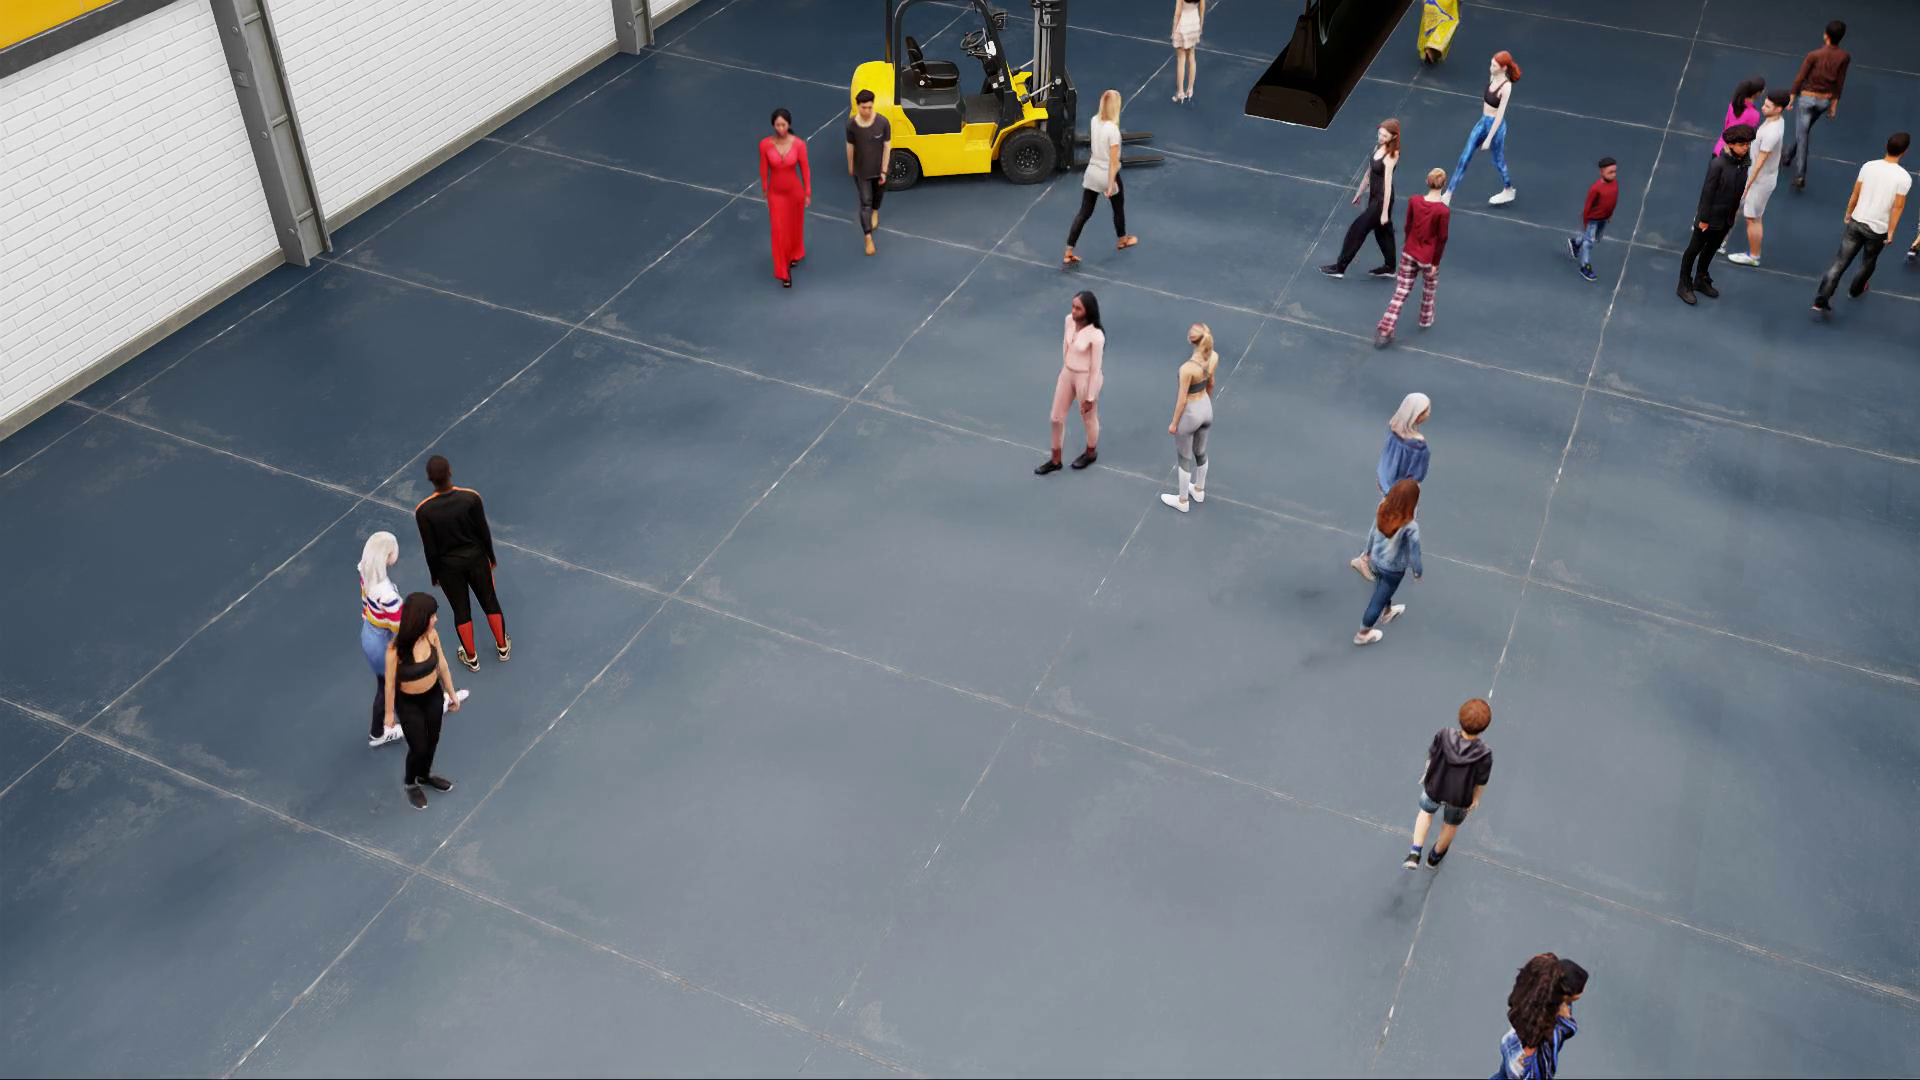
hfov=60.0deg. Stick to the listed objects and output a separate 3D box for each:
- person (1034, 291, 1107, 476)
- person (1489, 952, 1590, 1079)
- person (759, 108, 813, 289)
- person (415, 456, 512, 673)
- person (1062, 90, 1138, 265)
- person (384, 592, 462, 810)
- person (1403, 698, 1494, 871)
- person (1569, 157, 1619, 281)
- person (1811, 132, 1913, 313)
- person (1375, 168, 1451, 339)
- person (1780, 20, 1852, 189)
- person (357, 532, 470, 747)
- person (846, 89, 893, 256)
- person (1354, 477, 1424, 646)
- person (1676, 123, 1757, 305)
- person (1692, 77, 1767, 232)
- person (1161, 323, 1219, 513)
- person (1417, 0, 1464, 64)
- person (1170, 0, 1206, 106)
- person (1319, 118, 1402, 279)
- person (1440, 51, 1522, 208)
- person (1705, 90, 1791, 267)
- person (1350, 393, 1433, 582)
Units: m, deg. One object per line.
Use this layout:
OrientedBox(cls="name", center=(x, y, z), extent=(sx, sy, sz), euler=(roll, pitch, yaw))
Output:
OrientedBox(cls="person", center=(1.061, -1.311, 13.675), extent=(0.960, 1.706, 0.844), euler=(-27, 46, -30))
OrientedBox(cls="person", center=(2.964, 2.714, 8.704), extent=(0.749, 1.620, 0.615), euler=(2, 39, 3))
OrientedBox(cls="person", center=(-1.684, -3.394, 16.267), extent=(1.021, 1.736, 1.233), euler=(-4, 39, -4))
OrientedBox(cls="person", center=(-3.514, 0.160, 11.750), extent=(0.678, 1.809, 0.764), euler=(-17, 42, -20))
OrientedBox(cls="person", center=(1.322, -3.525, 16.388), extent=(1.264, 1.780, 0.901), euler=(-31, 48, -32))
OrientedBox(cls="person", center=(-3.550, 1.055, 10.804), extent=(0.541, 1.591, 0.777), euler=(-28, 46, -30))
OrientedBox(cls="person", center=(3.007, 1.563, 10.290), extent=(0.606, 1.438, 0.737), euler=(23, 44, 26))
OrientedBox(cls="person", center=(6.258, -3.230, 16.447), extent=(0.765, 1.246, 0.787), euler=(-21, 43, -24))
OrientedBox(cls="person", center=(8.495, -2.926, 15.667), extent=(1.262, 1.755, 0.972), euler=(-30, 47, -32))
OrientedBox(cls="person", center=(4.198, -2.602, 15.316), extent=(0.754, 1.675, 1.046), euler=(27, 46, 29))
OrientedBox(cls="person", center=(9.148, -4.619, 17.797), extent=(0.941, 1.730, 1.259), euler=(3, 39, 3))
OrientedBox(cls="person", center=(-3.919, 0.715, 11.094), extent=(1.108, 1.761, 1.004), euler=(-23, 44, -26))
OrientedBox(cls="person", center=(-0.906, -3.811, 16.839), extent=(1.004, 1.664, 1.194), euler=(-4, 39, -6))
OrientedBox(cls="person", center=(3.034, 0.183, 11.998), extent=(0.899, 1.464, 0.817), euler=(-18, 42, -22))
OrientedBox(cls="person", center=(7.242, -3.148, 15.916), extent=(0.731, 1.780, 0.800), euler=(-15, 41, -18))
OrientedBox(cls="person", center=(7.765, -3.889, 16.926), extent=(0.782, 1.687, 0.732), euler=(-18, 42, -21))
OrientedBox(cls="person", center=(1.868, -0.984, 13.265), extent=(0.589, 1.707, 0.702), euler=(-27, 46, -30))
OrientedBox(cls="person", center=(5.876, -6.591, 20.344), extent=(0.829, 1.645, 0.997), euler=(26, 45, 28))
OrientedBox(cls="person", center=(2.665, -5.971, 19.487), extent=(0.647, 1.735, 0.726), euler=(-17, 42, -20))
OrientedBox(cls="person", center=(4.177, -3.291, 16.159), extent=(0.973, 1.701, 1.054), euler=(0, 39, 0))
OrientedBox(cls="person", center=(5.598, -4.202, 17.286), extent=(1.164, 1.728, 1.204), euler=(-7, 39, -9))
OrientedBox(cls="person", center=(7.954, -3.534, 16.372), extent=(0.818, 1.814, 0.803), euler=(16, 41, 19))
OrientedBox(cls="person", center=(3.213, -0.372, 12.524), extent=(0.897, 1.686, 0.844), euler=(-10, 40, -12))
